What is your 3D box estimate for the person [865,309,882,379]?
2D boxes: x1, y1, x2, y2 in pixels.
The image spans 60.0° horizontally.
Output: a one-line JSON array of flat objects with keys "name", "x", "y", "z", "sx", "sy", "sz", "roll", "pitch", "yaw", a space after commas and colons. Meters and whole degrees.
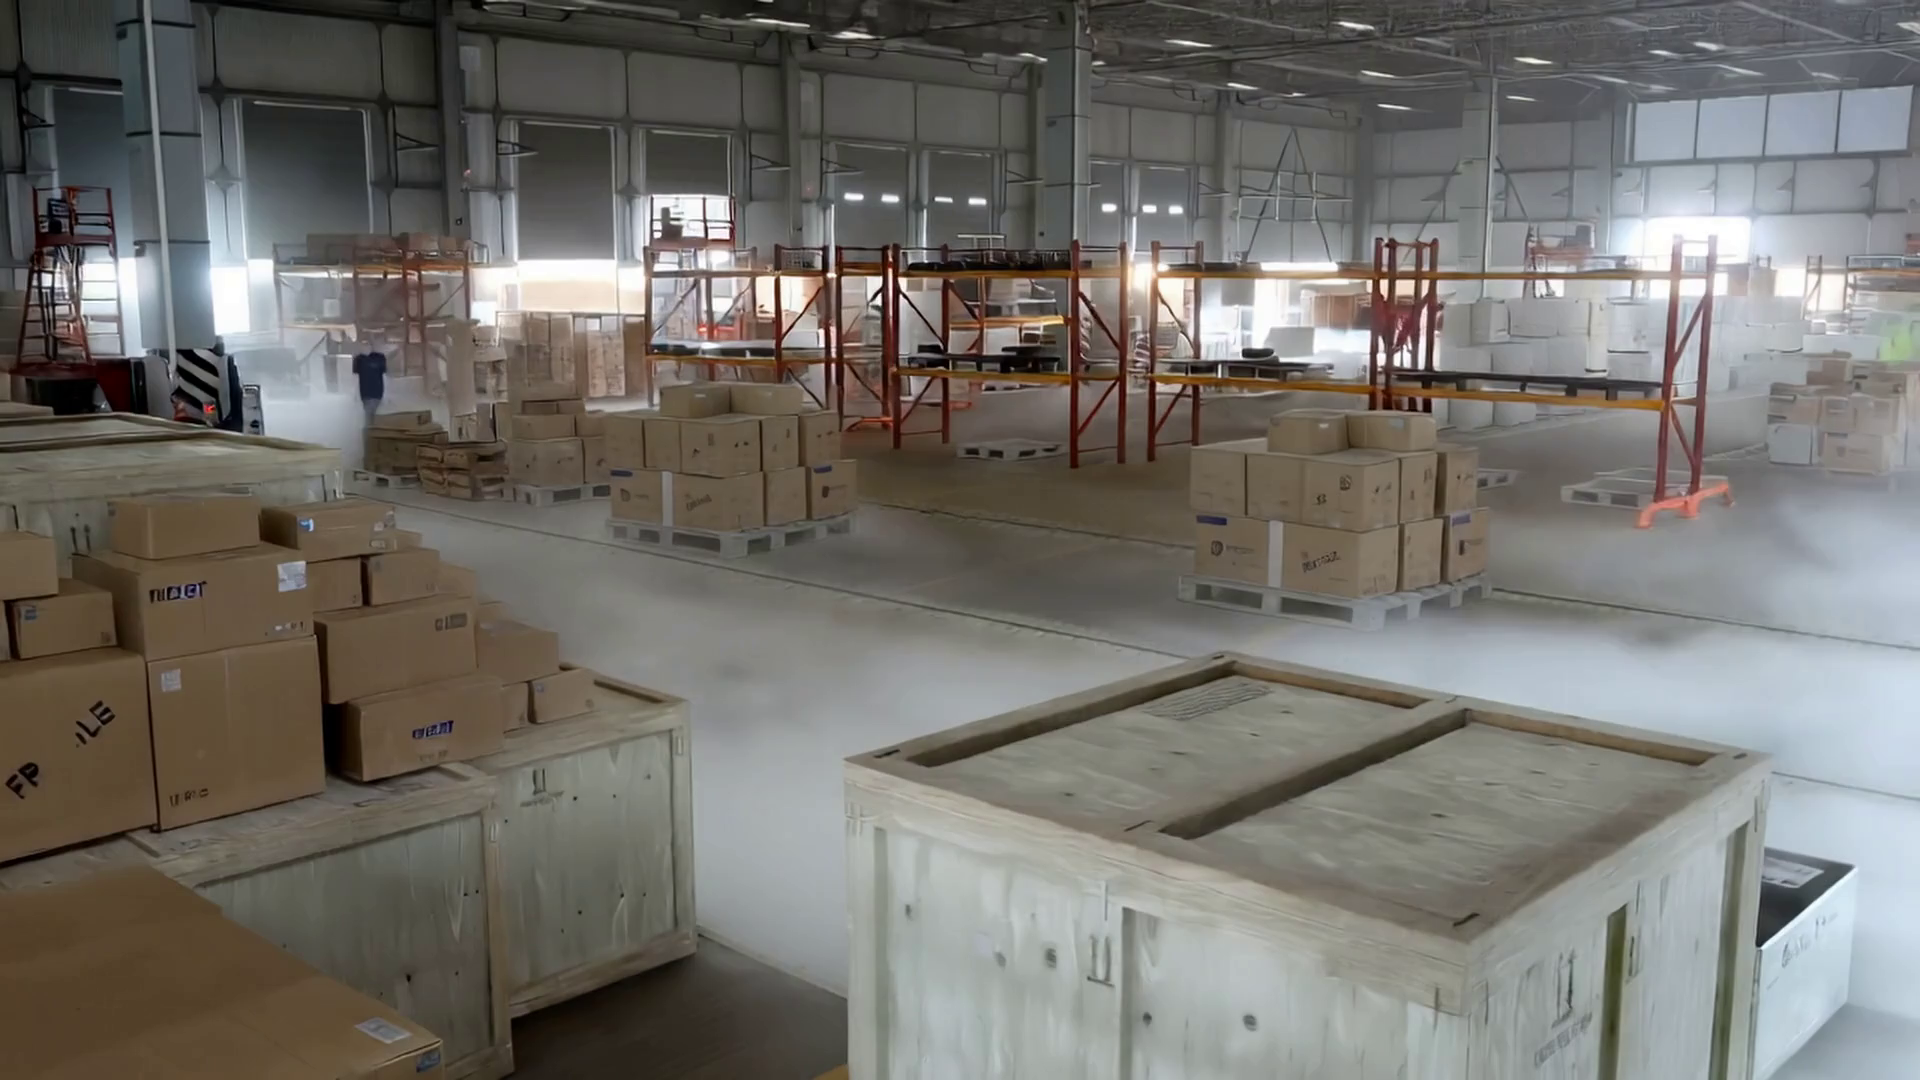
[{"name": "person", "x": -2.048, "y": -4.727, "z": 40.162, "sx": 0.507, "sy": 1.695, "sz": 0.900, "roll": 1, "pitch": 9, "yaw": 4}]

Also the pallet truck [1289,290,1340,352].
[{"name": "pallet truck", "x": 11.297, "y": -6.951, "z": 52.861, "sx": 1.885, "sy": 1.965, "sz": 0.823, "roll": -5, "pitch": 11, "yaw": -29}]

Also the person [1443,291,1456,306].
[{"name": "person", "x": 16.031, "y": -7.139, "z": 54.194, "sx": 0.632, "sy": 1.940, "sz": 0.372, "roll": 9, "pitch": 13, "yaw": 43}]

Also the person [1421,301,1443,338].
[{"name": "person", "x": 11.023, "y": -4.587, "z": 38.661, "sx": 0.636, "sy": 1.915, "sz": 0.904, "roll": 5, "pitch": 11, "yaw": 30}]

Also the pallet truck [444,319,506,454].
[{"name": "pallet truck", "x": -6.981, "y": -1.942, "z": 22.150, "sx": 1.885, "sy": 1.965, "sz": 0.823, "roll": 1, "pitch": 9, "yaw": 9}]

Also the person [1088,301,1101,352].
[{"name": "person", "x": 4.274, "y": -6.813, "z": 53.172, "sx": 0.516, "sy": 1.625, "sz": 0.375, "roll": 7, "pitch": 11, "yaw": 35}]

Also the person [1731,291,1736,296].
[{"name": "person", "x": 25.328, "y": -7.212, "z": 54.644, "sx": 0.372, "sy": 1.939, "sz": 0.544, "roll": -4, "pitch": 10, "yaw": -22}]

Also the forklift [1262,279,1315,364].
[{"name": "forklift", "x": 8.555, "y": -6.090, "z": 44.881, "sx": 1.873, "sy": 2.768, "sz": 1.129, "roll": 9, "pitch": 13, "yaw": 43}]

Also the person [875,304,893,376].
[{"name": "person", "x": -1.838, "y": -4.977, "z": 41.348, "sx": 0.520, "sy": 1.800, "sz": 0.906, "roll": 5, "pitch": 11, "yaw": 29}]

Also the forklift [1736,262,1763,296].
[{"name": "forklift", "x": 20.958, "y": -5.997, "z": 44.311, "sx": 1.873, "sy": 2.768, "sz": 1.129, "roll": 9, "pitch": 13, "yaw": 43}]

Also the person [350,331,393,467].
[{"name": "person", "x": -8.031, "y": -1.948, "z": 22.746, "sx": 0.529, "sy": 1.837, "sz": 0.973, "roll": 3, "pitch": 10, "yaw": 19}]
